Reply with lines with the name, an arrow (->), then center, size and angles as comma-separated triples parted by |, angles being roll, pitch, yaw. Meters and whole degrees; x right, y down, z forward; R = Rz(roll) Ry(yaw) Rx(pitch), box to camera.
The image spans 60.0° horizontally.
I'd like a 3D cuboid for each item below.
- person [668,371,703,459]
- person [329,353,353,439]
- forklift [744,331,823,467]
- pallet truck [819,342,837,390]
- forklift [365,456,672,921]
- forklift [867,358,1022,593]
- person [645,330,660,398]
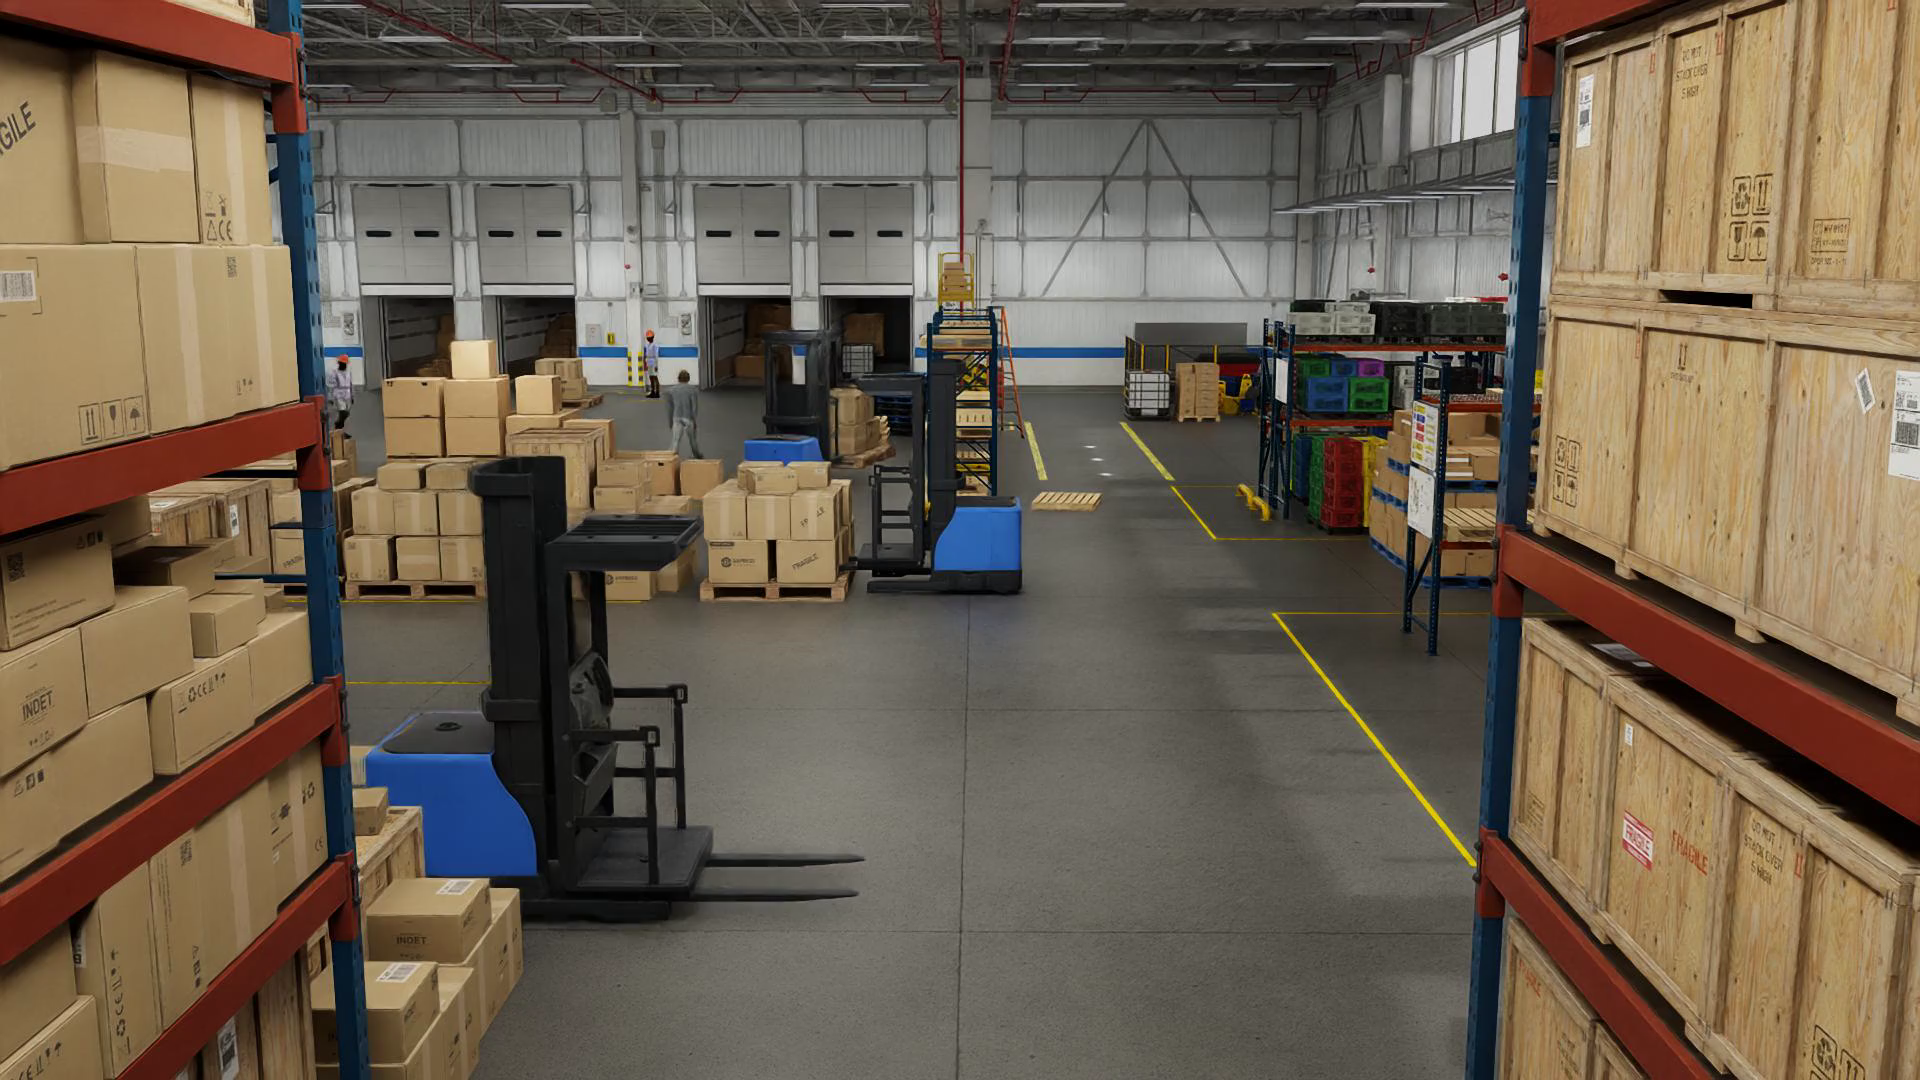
person -> -5.314, -2.318, 32.027 | 0.640, 1.855, 1.082 | 2, 10, 12
person -> -13.819, -3.215, 37.064 | 0.708, 1.907, 0.576 | 7, 12, 37
forklift -> -2.803, -2.080, 27.700 | 1.129, 2.768, 1.873 | 3, 10, 15
pallet truck -> -3.021, -4.312, 43.126 | 1.885, 1.965, 0.823 | 3, 10, 17
forklift -> -2.725, 0.893, 10.549 | 1.873, 2.768, 1.129 | 0, 10, 0
forklift -> -0.179, -0.808, 20.365 | 1.873, 2.768, 1.129 | 0, 10, 1
person -> -8.761, -4.991, 47.248 | 0.388, 1.930, 0.544 | -8, 13, -39
